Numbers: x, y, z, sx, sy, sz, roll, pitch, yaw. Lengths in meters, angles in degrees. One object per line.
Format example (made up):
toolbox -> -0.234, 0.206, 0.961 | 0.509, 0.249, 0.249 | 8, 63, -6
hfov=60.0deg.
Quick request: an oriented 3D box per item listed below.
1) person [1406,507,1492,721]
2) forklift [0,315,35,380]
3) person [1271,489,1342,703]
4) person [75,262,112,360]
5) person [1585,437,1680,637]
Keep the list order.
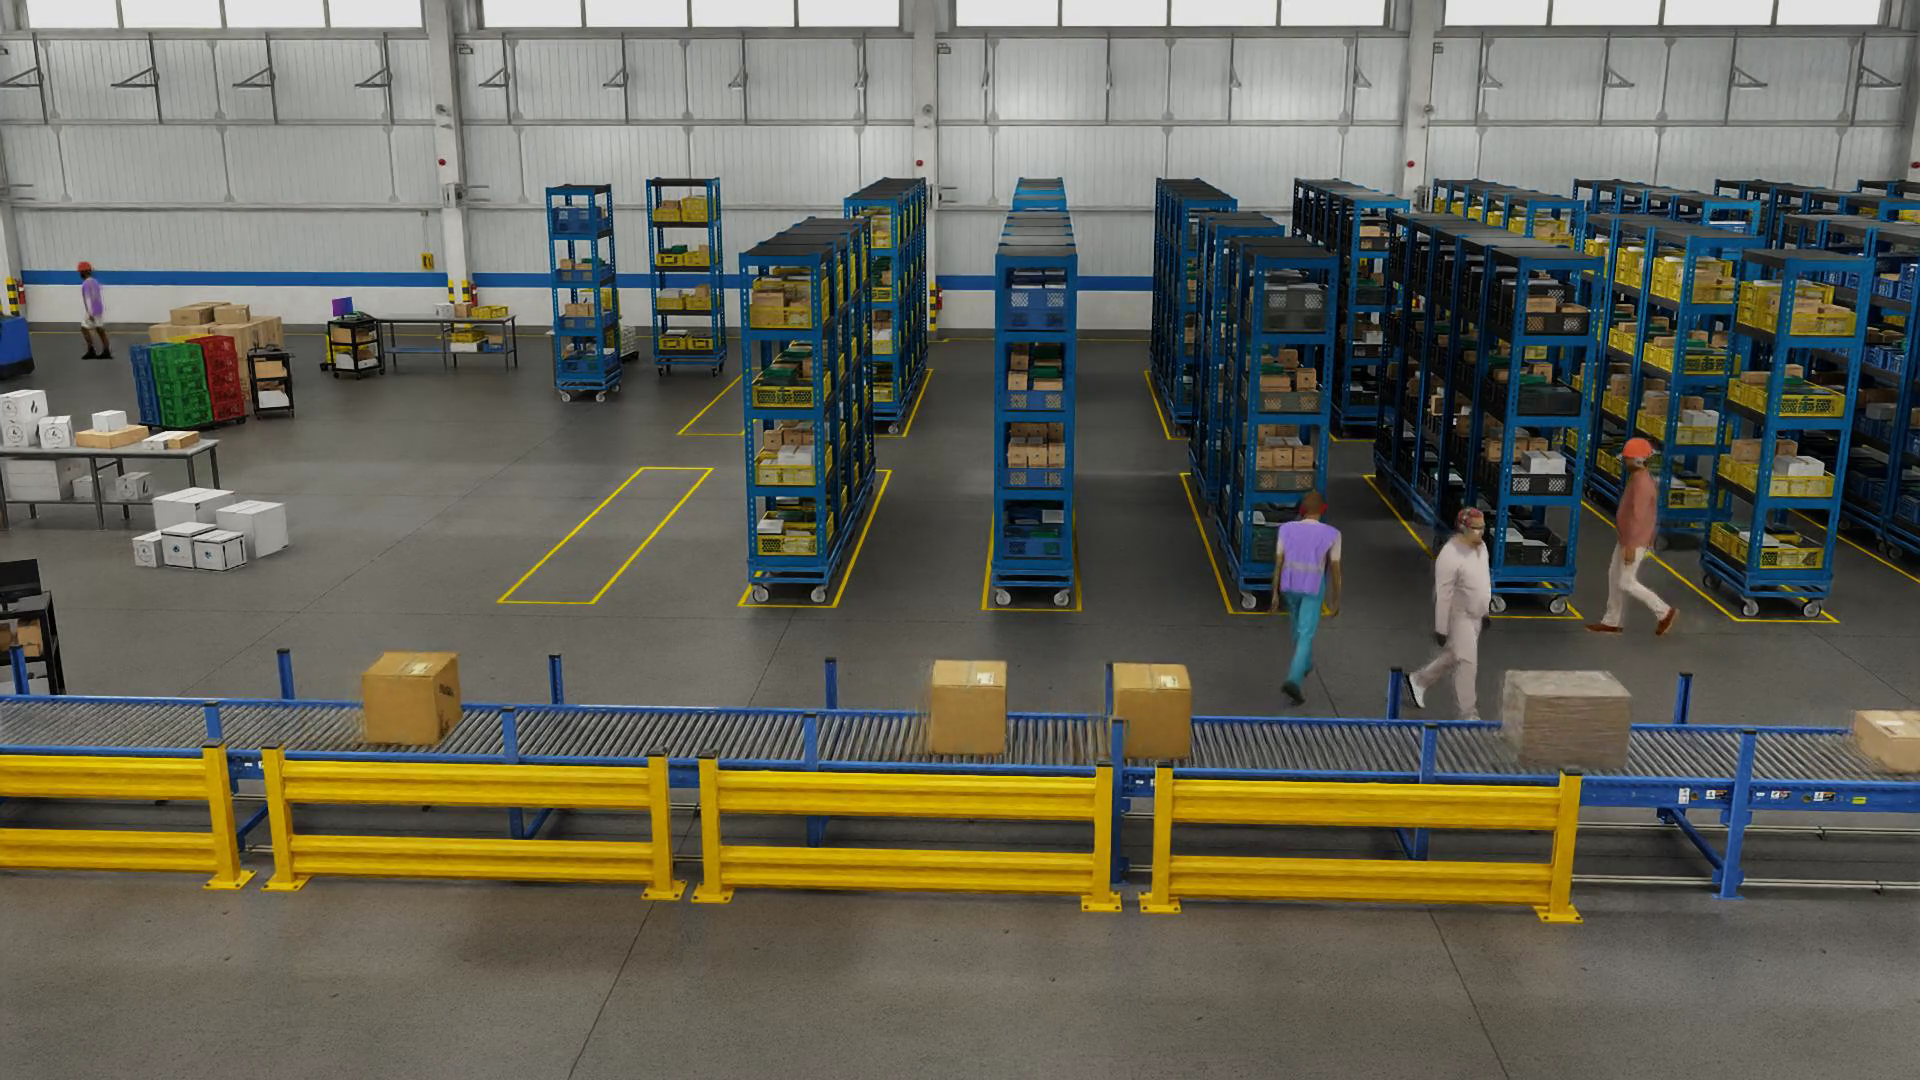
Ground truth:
person -> 4.090, 0.620, 13.680 | 0.812, 1.880, 0.654 | 12, 19, 38
forklift -> -17.807, -4.246, 29.844 | 1.129, 2.768, 1.873 | 1, 15, 3
person -> 2.998, 0.466, 14.490 | 0.600, 1.769, 1.068 | 8, 17, 27
person -> -17.024, -4.473, 32.506 | 0.693, 1.912, 0.576 | -1, 15, -4
person -> 6.461, -0.002, 15.814 | 0.727, 1.971, 0.623 | 3, 15, 13
